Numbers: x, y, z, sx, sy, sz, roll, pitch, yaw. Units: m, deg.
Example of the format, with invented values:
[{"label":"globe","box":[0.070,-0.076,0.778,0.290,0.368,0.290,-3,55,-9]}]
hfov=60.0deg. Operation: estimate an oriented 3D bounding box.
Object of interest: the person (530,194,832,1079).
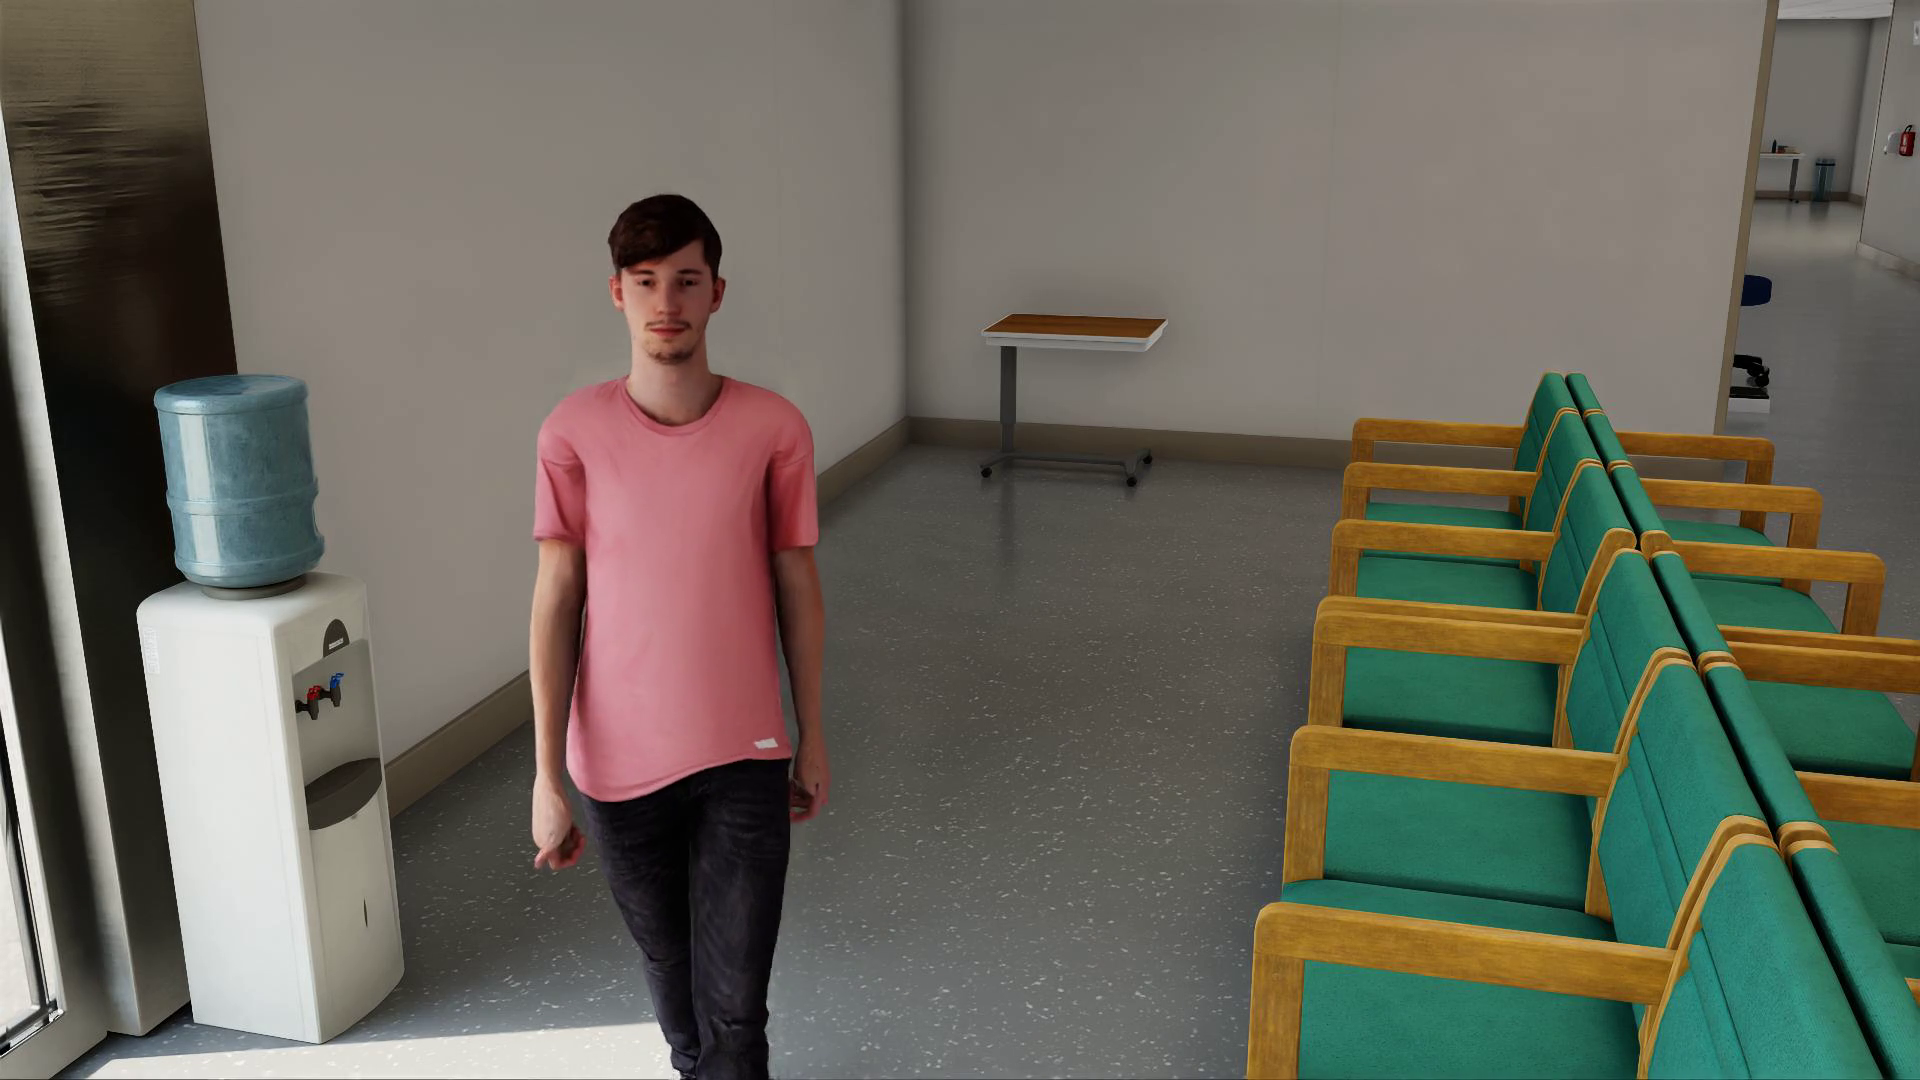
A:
[{"label":"person","box":[-0.496,0.384,3.019,1.214,1.903,0.989,-1,16,-3]}]
